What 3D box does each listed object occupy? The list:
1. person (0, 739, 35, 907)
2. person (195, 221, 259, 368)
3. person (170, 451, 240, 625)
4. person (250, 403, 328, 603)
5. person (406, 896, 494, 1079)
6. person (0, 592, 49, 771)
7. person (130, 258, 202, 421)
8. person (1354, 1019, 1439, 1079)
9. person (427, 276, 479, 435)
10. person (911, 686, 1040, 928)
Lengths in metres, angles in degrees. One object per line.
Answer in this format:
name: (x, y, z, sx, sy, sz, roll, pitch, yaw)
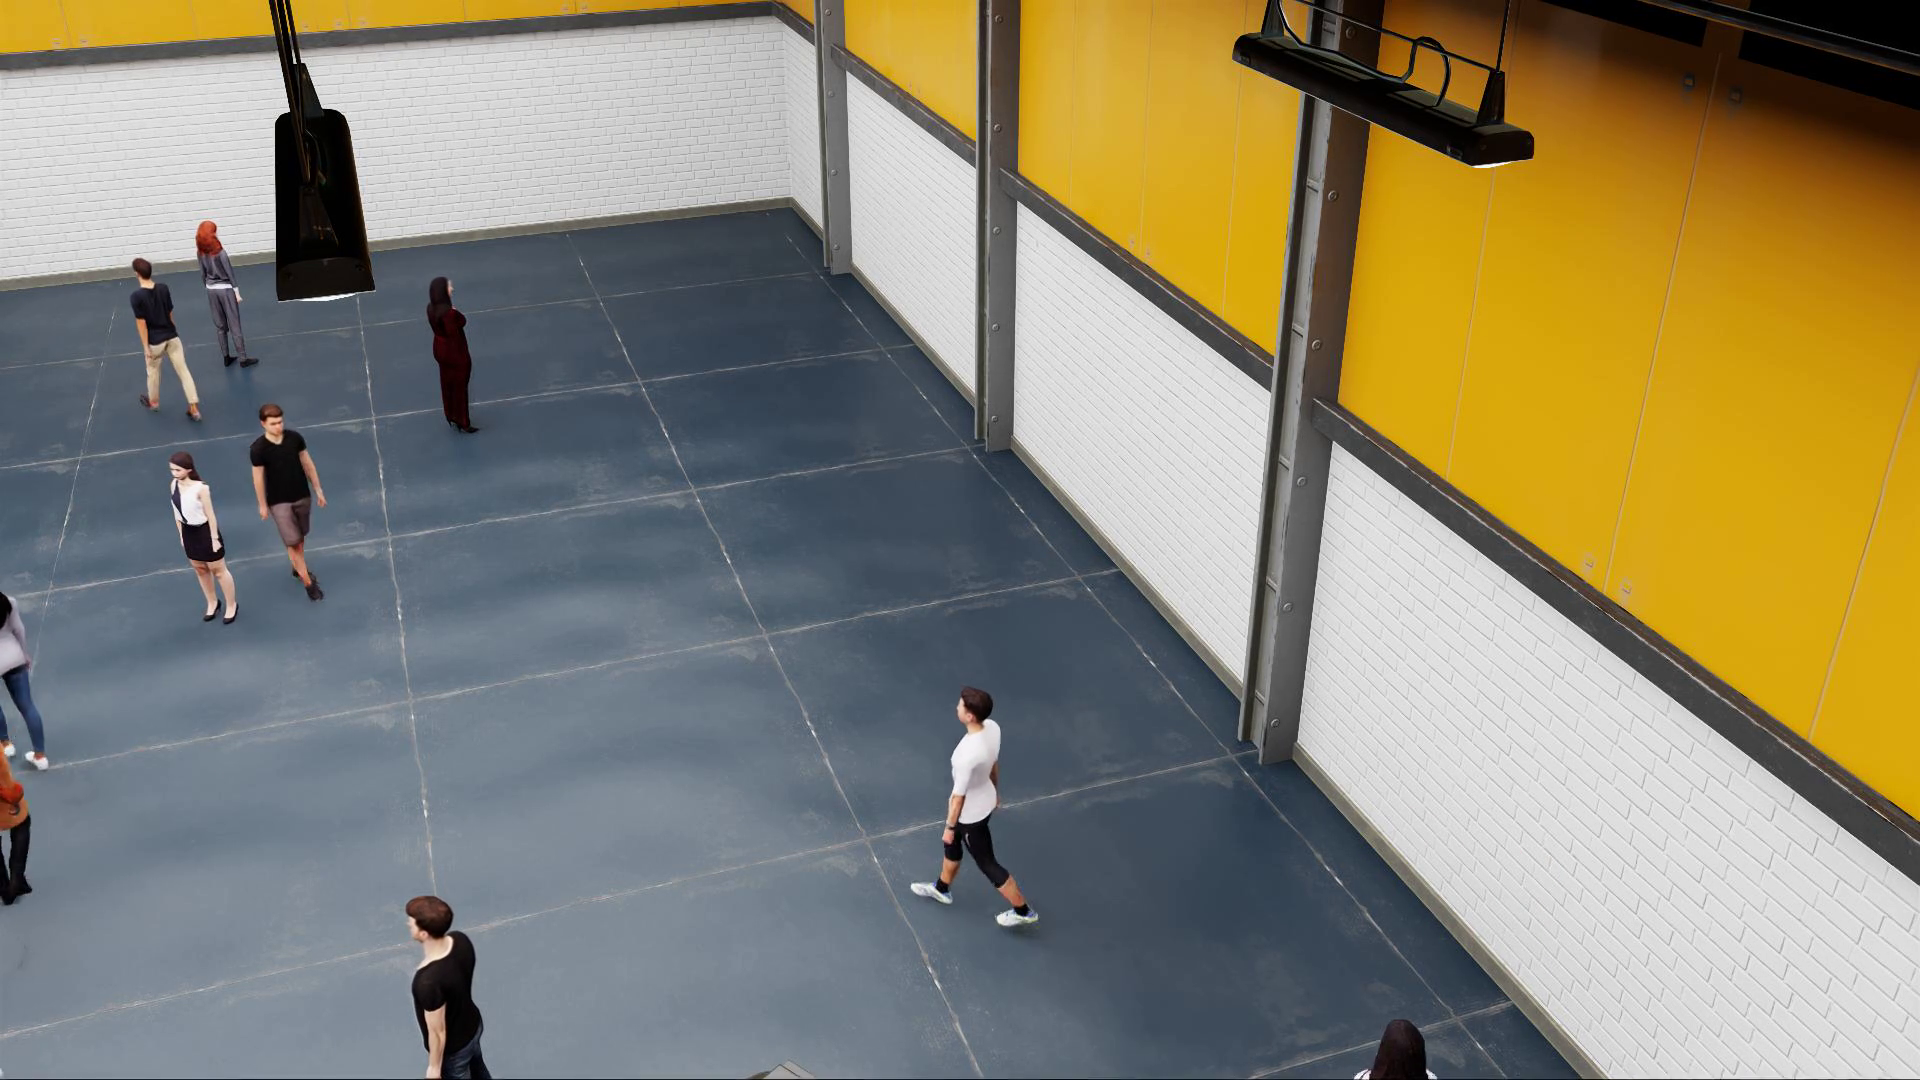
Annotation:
person: (-6.553, 1.772, 11.116, 0.798, 1.710, 0.782, -3, 29, -5)
person: (-8.698, -2.898, 19.600, 0.656, 1.782, 0.683, 8, 30, 14)
person: (-6.596, -0.026, 14.476, 0.634, 1.649, 0.672, 8, 30, 15)
person: (-6.090, -0.409, 14.986, 1.137, 1.832, 0.969, 22, 36, 35)
person: (-2.780, 2.728, 9.167, 0.812, 1.896, 0.675, 3, 29, 5)
person: (-7.163, 0.996, 12.529, 0.970, 1.718, 0.865, 20, 34, 32)
person: (-8.671, -2.151, 18.193, 1.198, 1.819, 1.019, 21, 35, 33)
person: (2.202, 3.198, 8.448, 0.785, 1.760, 0.928, 1, 29, 2)
person: (-5.517, -2.007, 17.993, 0.799, 1.757, 0.662, -23, 36, -35)
person: (0.175, 1.797, 10.955, 1.225, 1.819, 1.204, 11, 30, 19)
